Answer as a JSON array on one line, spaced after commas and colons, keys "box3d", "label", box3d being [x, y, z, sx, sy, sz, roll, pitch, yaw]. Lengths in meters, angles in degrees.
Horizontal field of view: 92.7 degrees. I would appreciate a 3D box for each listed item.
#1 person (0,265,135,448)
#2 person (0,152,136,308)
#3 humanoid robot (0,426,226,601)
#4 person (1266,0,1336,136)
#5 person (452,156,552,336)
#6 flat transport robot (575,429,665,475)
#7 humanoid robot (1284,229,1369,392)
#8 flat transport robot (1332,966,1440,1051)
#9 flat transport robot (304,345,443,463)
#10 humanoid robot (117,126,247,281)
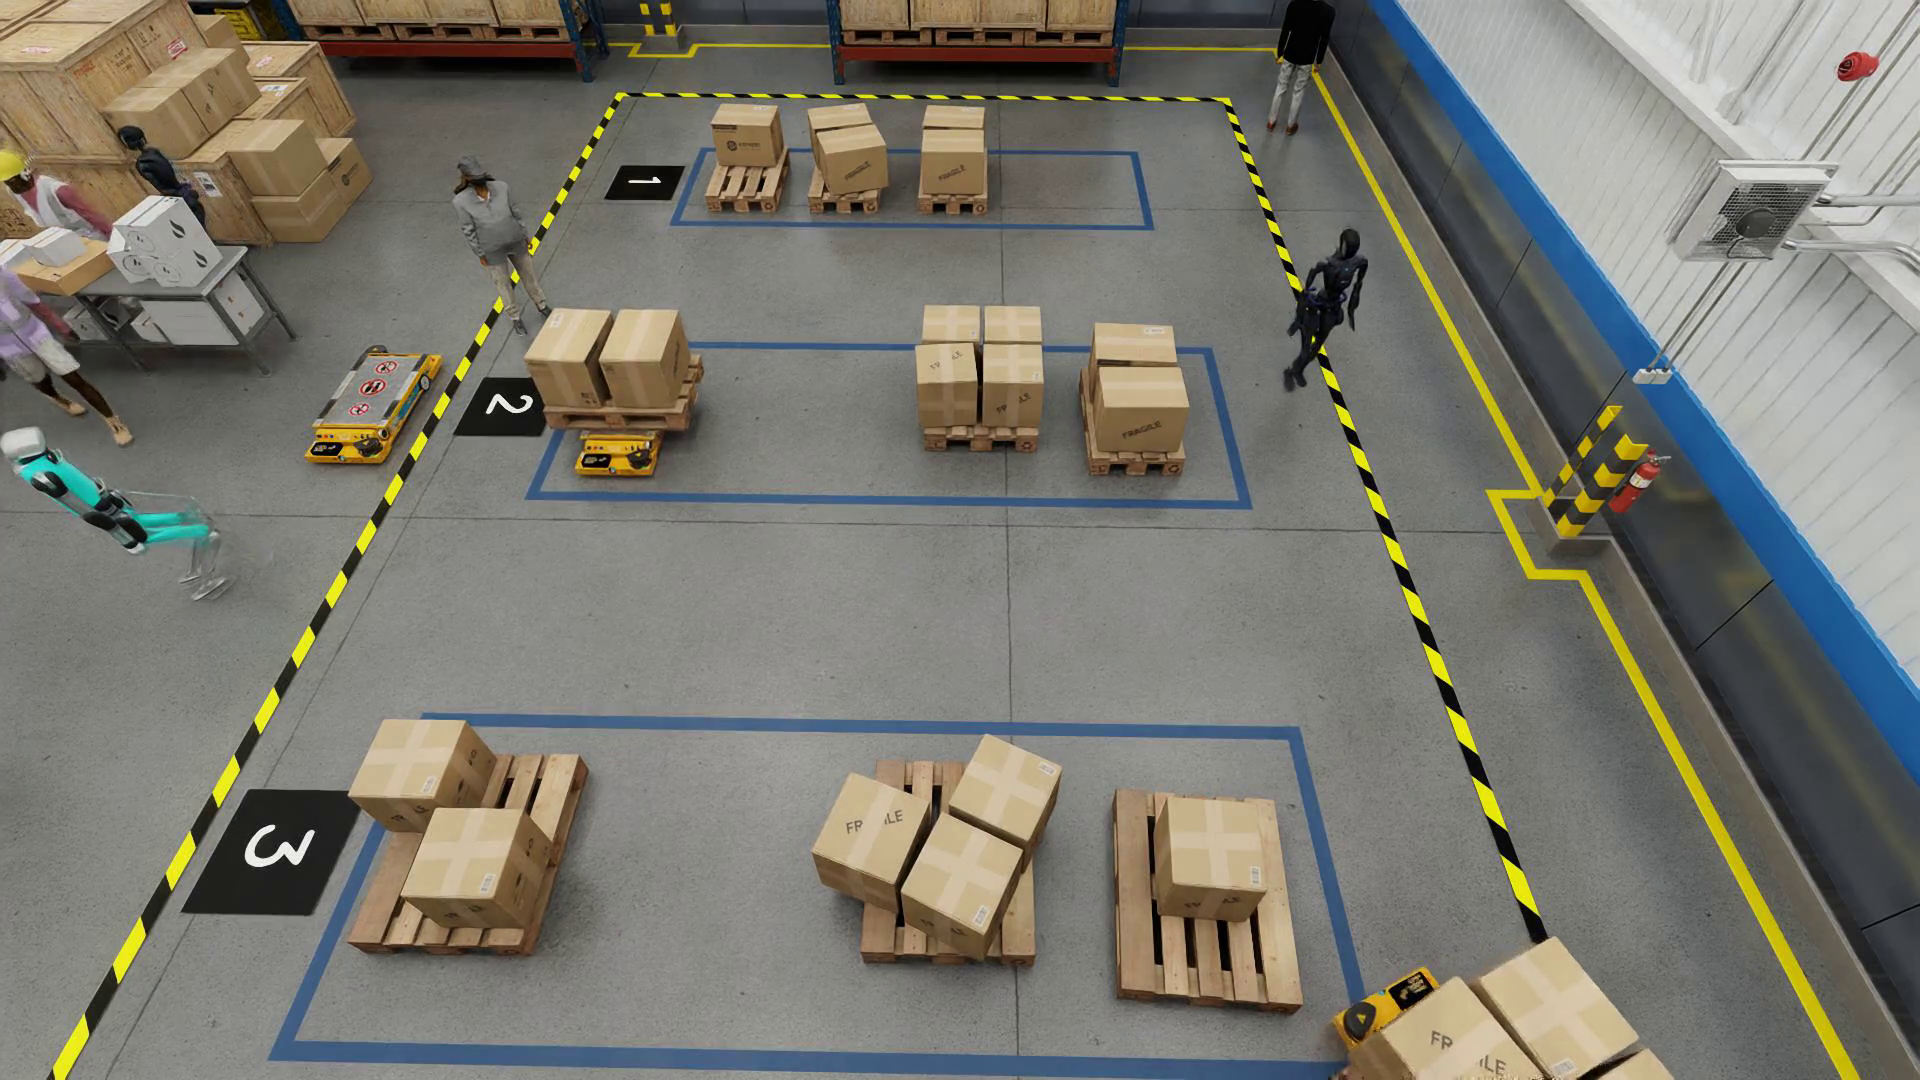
[{"box3d": [-7.882, -1.692, 7.676, 0.980, 1.994, 0.650, 31, 57, 24], "label": "person"}, {"box3d": [-8.553, -3.018, 8.938, 0.606, 1.783, 0.786, 8, 50, 6], "label": "person"}, {"box3d": [-5.804, -0.239, 6.519, 0.735, 1.677, 0.533, -36, 59, -26], "label": "humanoid robot"}, {"box3d": [4.231, -6.022, 11.405, 0.589, 1.883, 0.365, 21, 53, 17], "label": "person"}, {"box3d": [-4.387, -2.824, 8.773, 0.398, 1.769, 0.567, 37, 59, 27], "label": "person"}, {"box3d": [-2.985, -1.168, 8.337, 0.652, 0.197, 1.431, 1, 50, 1], "label": "flat transport robot"}, {"box3d": [3.249, -2.027, 8.159, 0.602, 1.649, 0.433, -7, 50, -6], "label": "humanoid robot"}, {"box3d": [2.682, 3.046, 4.771, 0.652, 0.197, 1.431, -19, 52, -15], "label": "flat transport robot"}, {"box3d": [-5.383, -1.269, 8.441, 0.659, 0.231, 1.431, 1, 50, 1], "label": "flat transport robot"}, {"box3d": [-7.834, -3.366, 9.292, 0.395, 1.649, 0.592, -18, 52, -15], "label": "humanoid robot"}]
